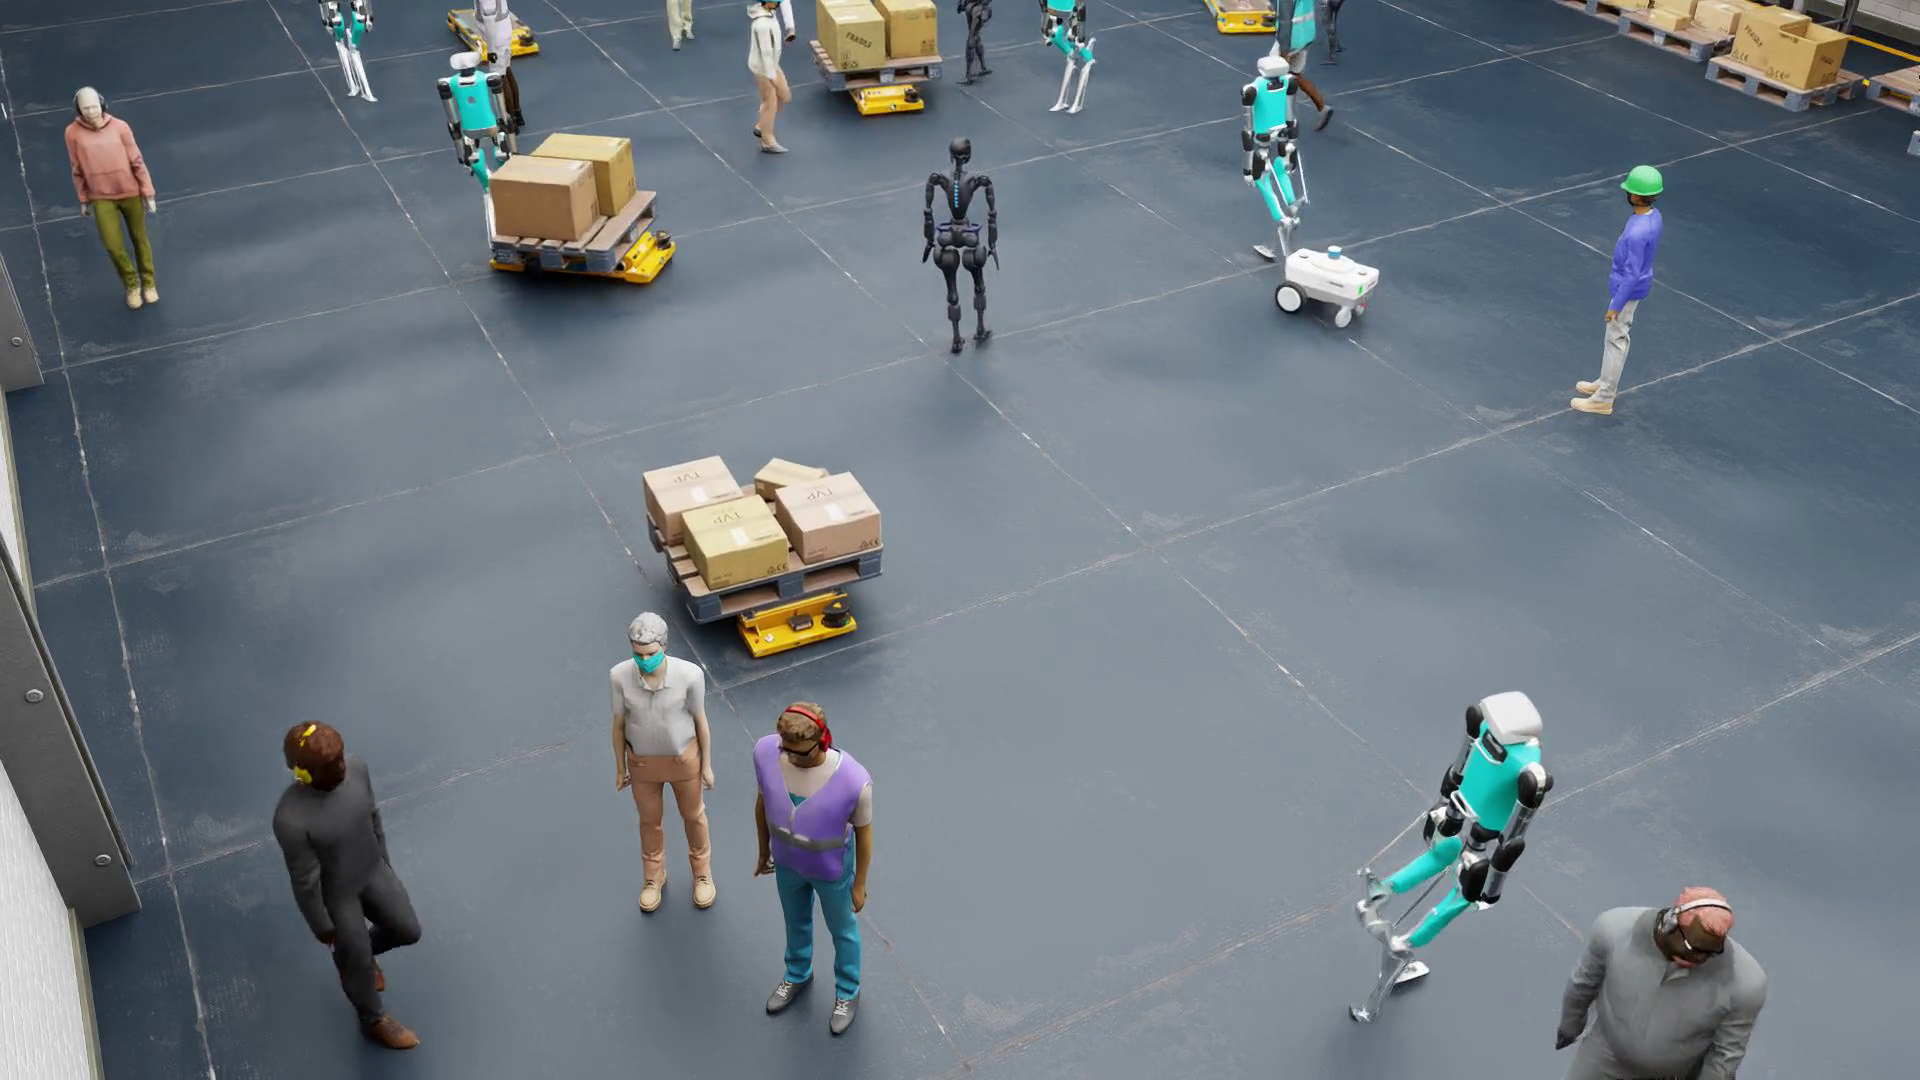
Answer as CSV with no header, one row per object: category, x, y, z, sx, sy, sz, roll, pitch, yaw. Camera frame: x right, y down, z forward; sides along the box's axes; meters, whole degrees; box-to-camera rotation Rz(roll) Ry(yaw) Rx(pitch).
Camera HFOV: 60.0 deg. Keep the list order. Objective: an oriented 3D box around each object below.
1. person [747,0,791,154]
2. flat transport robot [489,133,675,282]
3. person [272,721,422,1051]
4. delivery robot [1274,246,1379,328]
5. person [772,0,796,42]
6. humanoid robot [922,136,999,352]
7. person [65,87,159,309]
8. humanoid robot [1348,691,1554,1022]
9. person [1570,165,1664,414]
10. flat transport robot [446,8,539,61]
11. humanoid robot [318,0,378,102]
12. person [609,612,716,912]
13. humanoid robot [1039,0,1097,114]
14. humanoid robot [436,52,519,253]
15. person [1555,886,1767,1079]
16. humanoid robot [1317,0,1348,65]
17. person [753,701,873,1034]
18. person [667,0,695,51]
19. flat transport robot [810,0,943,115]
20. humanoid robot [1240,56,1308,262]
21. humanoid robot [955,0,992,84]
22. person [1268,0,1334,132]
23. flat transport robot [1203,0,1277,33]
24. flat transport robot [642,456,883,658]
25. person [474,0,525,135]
person,-1.805,-4.494,15.919,0.411,1.660,0.478,3,35,4
flat transport robot,-3.233,-2.478,14.254,1.431,0.231,0.659,6,36,9
person,-2.672,1.484,7.210,0.485,1.862,0.498,17,38,23
delivery robot,2.960,-2.083,13.450,0.777,0.606,0.514,23,41,29
person,-2.070,-6.394,18.450,0.606,1.867,0.445,-18,39,-24
humanoid robot,0.006,-2.250,12.712,0.609,1.641,0.436,5,35,7
person,-6.692,-2.700,13.216,0.568,1.820,0.532,-15,38,-21
humanoid robot,2.052,1.494,7.386,0.799,1.896,0.545,-10,36,-13
person,4.715,-1.771,11.854,0.359,1.869,0.459,18,39,24
flat transport robot,-5.366,-5.819,19.024,0.659,0.231,1.431,-18,39,-24
humanoid robot,-6.370,-5.471,17.228,0.560,1.769,0.685,-17,38,-22
person,-1.413,1.058,7.915,0.470,1.748,0.320,-2,35,-3
humanoid robot,1.145,-5.171,16.803,0.533,1.758,0.747,25,42,31
humanoid robot,-4.050,-3.378,14.274,0.576,1.780,0.892,-3,35,-5
person,2.636,2.011,6.454,0.654,1.876,0.426,17,38,22
humanoid robot,4.085,-5.997,18.058,0.347,1.646,0.615,15,38,21
person,-0.636,1.414,7.327,0.564,1.840,0.391,14,37,19
person,-3.131,-6.409,18.520,0.584,1.799,0.811,-8,36,-12
flat transport robot,-0.883,-4.872,17.672,0.659,0.231,1.431,-9,36,-13
humanoid robot,2.700,-2.999,13.757,0.559,1.825,0.904,-16,38,-21
humanoid robot,0.123,-5.699,17.631,0.562,1.639,0.616,-18,39,-24
person,3.324,-4.929,16.331,0.799,1.906,0.575,27,43,33
flat transport robot,3.309,-6.331,19.755,0.659,0.231,1.431,-2,35,-3
flat transport robot,-1.216,0.195,10.438,0.659,0.231,1.431,-15,38,-20
person,-4.588,-4.928,16.309,0.390,1.929,0.546,-3,35,-4
